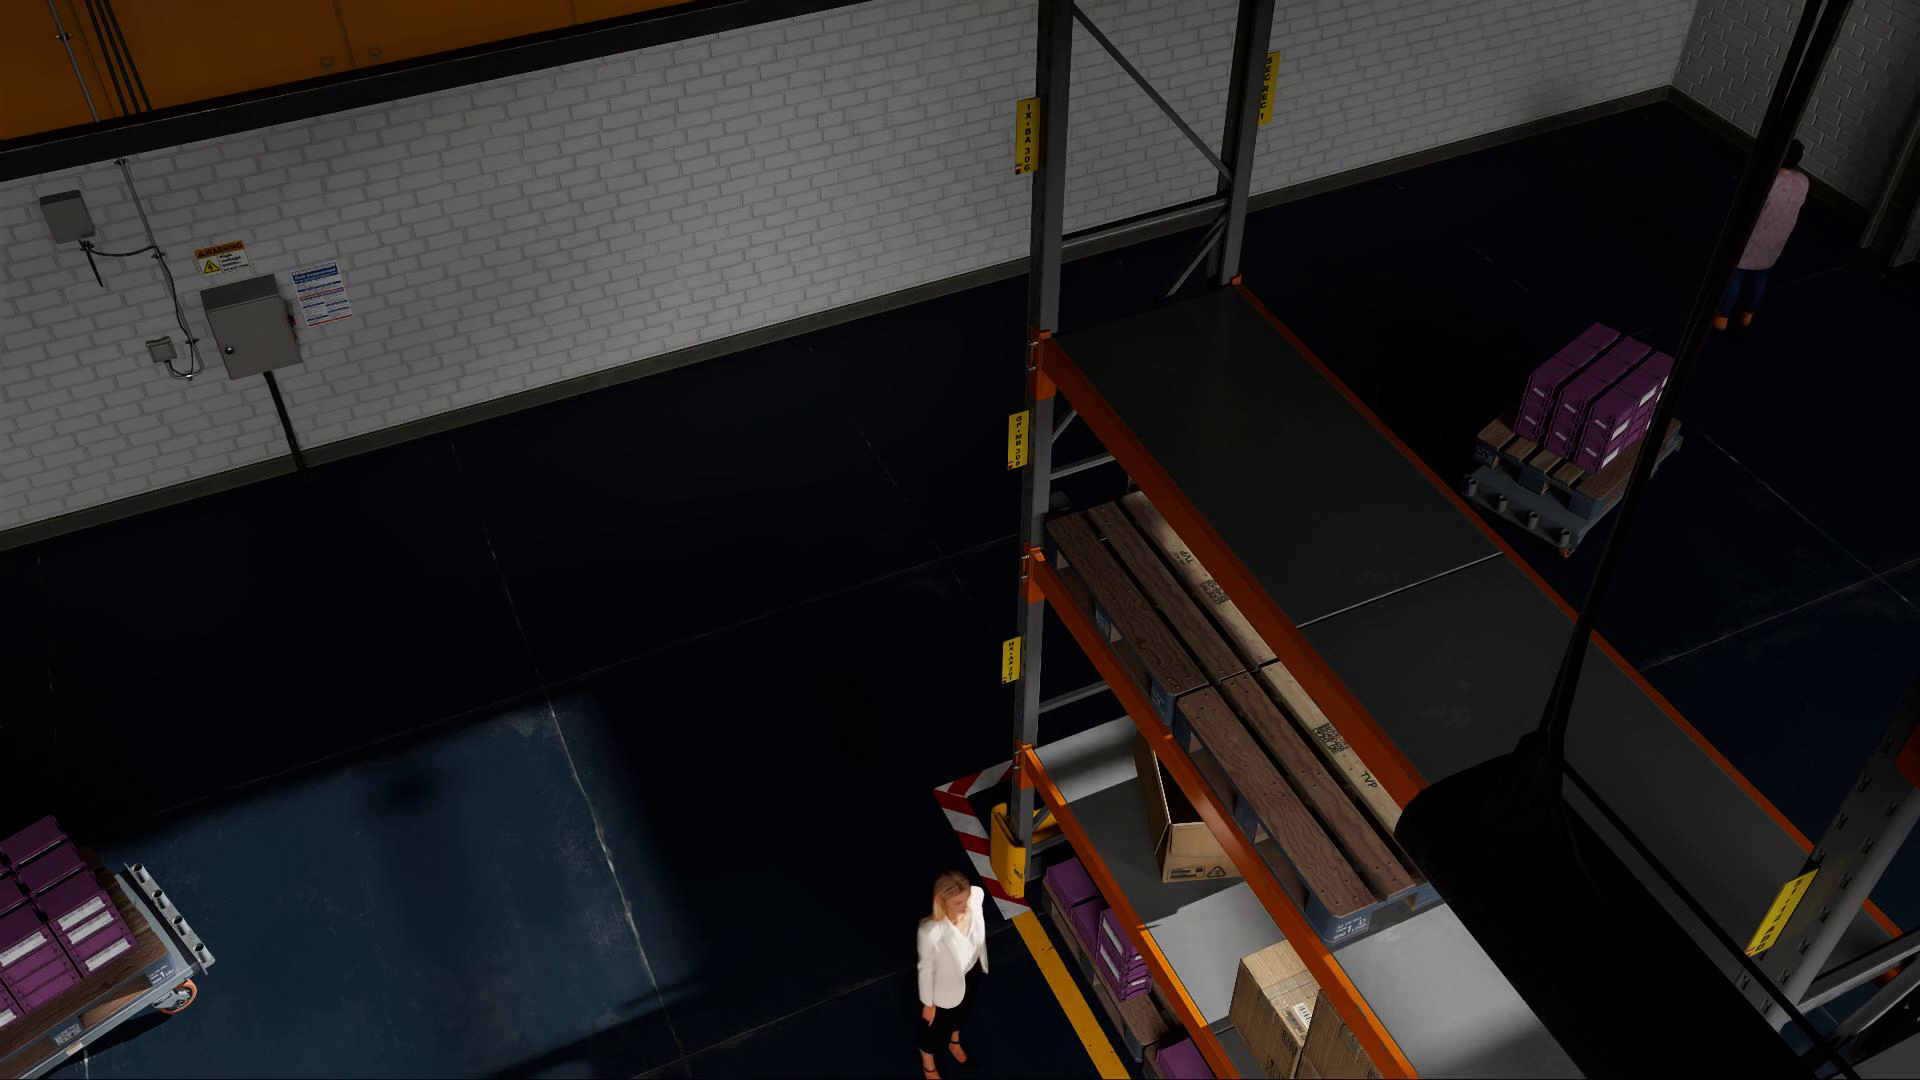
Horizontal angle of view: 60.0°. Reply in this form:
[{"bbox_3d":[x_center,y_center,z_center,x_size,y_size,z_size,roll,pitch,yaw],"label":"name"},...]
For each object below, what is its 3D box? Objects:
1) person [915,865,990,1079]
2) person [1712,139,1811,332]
[{"bbox_3d":[-0.043,2.248,8.498,0.667,1.857,0.696,31,52,28],"label":"person"},{"bbox_3d":[6.524,-2.496,13.561,0.737,1.743,0.693,-9,44,-9],"label":"person"}]
